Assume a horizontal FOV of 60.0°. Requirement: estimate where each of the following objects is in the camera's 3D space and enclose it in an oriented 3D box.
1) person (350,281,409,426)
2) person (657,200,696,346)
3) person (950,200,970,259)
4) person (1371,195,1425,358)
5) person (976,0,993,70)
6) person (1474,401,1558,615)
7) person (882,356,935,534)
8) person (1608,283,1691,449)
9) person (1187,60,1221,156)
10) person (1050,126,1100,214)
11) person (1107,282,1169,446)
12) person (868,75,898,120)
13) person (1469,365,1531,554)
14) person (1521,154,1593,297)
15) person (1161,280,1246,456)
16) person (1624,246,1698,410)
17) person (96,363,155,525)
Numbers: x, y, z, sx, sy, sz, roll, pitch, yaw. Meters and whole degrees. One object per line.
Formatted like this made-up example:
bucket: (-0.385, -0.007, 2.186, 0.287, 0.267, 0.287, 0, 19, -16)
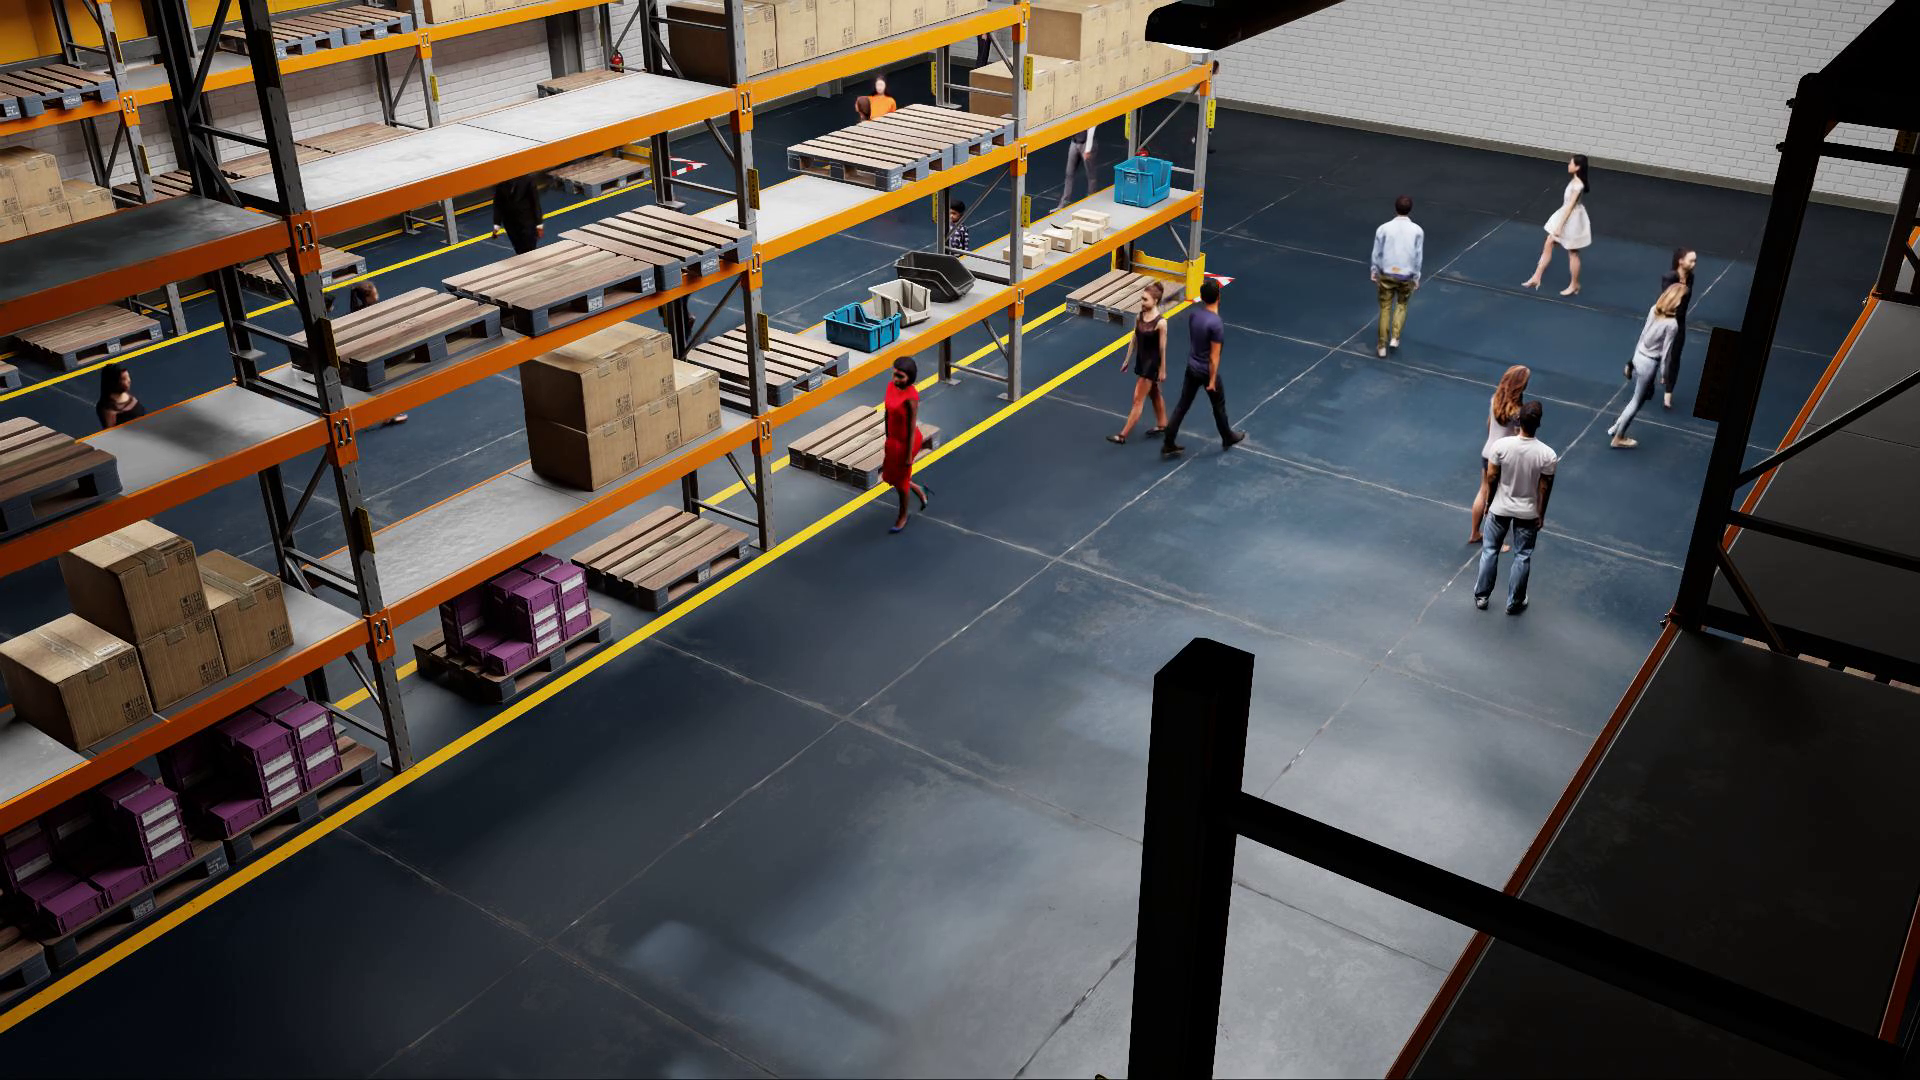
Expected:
person: (-6.011, -1.867, 16.814, 0.897, 1.532, 0.732, -20, 34, -32)
person: (-3.125, -2.918, 18.454, 0.832, 1.808, 0.978, 10, 30, 18)
person: (-0.058, -3.491, 20.086, 0.537, 1.250, 0.538, 12, 31, 20)
person: (4.826, -2.891, 18.418, 0.840, 1.795, 0.870, 5, 29, 10)
person: (0.425, -9.060, 29.648, 0.796, 1.871, 0.655, 4, 29, 7)
person: (4.513, -0.266, 13.533, 0.715, 1.865, 0.622, 12, 31, 21)
person: (-0.436, -0.852, 14.753, 0.828, 1.725, 0.739, -19, 34, -30)
person: (6.620, -1.666, 16.203, 0.854, 1.766, 0.780, -5, 29, -9)
person: (3.746, -6.644, 25.634, 0.866, 1.474, 0.773, -11, 30, -19)
person: (1.786, -5.482, 23.044, 1.071, 1.915, 0.848, -22, 36, -35)
person: (1.952, -1.753, 16.491, 1.115, 1.642, 0.883, -14, 32, -24)
person: (-1.153, -5.766, 23.780, 0.965, 1.708, 1.200, 3, 29, 6)
person: (4.711, -0.720, 14.504, 0.714, 1.732, 0.681, -10, 30, -17)
person: (7.452, -3.760, 20.057, 0.875, 1.752, 0.973, 8, 30, 15)
person: (2.271, -1.603, 16.128, 1.227, 1.727, 0.925, -16, 33, -27)
person: (7.319, -2.242, 17.345, 1.048, 1.683, 1.061, -7, 29, -13)
person: (-7.347, -0.727, 14.551, 0.942, 1.699, 0.884, -2, 29, -4)
